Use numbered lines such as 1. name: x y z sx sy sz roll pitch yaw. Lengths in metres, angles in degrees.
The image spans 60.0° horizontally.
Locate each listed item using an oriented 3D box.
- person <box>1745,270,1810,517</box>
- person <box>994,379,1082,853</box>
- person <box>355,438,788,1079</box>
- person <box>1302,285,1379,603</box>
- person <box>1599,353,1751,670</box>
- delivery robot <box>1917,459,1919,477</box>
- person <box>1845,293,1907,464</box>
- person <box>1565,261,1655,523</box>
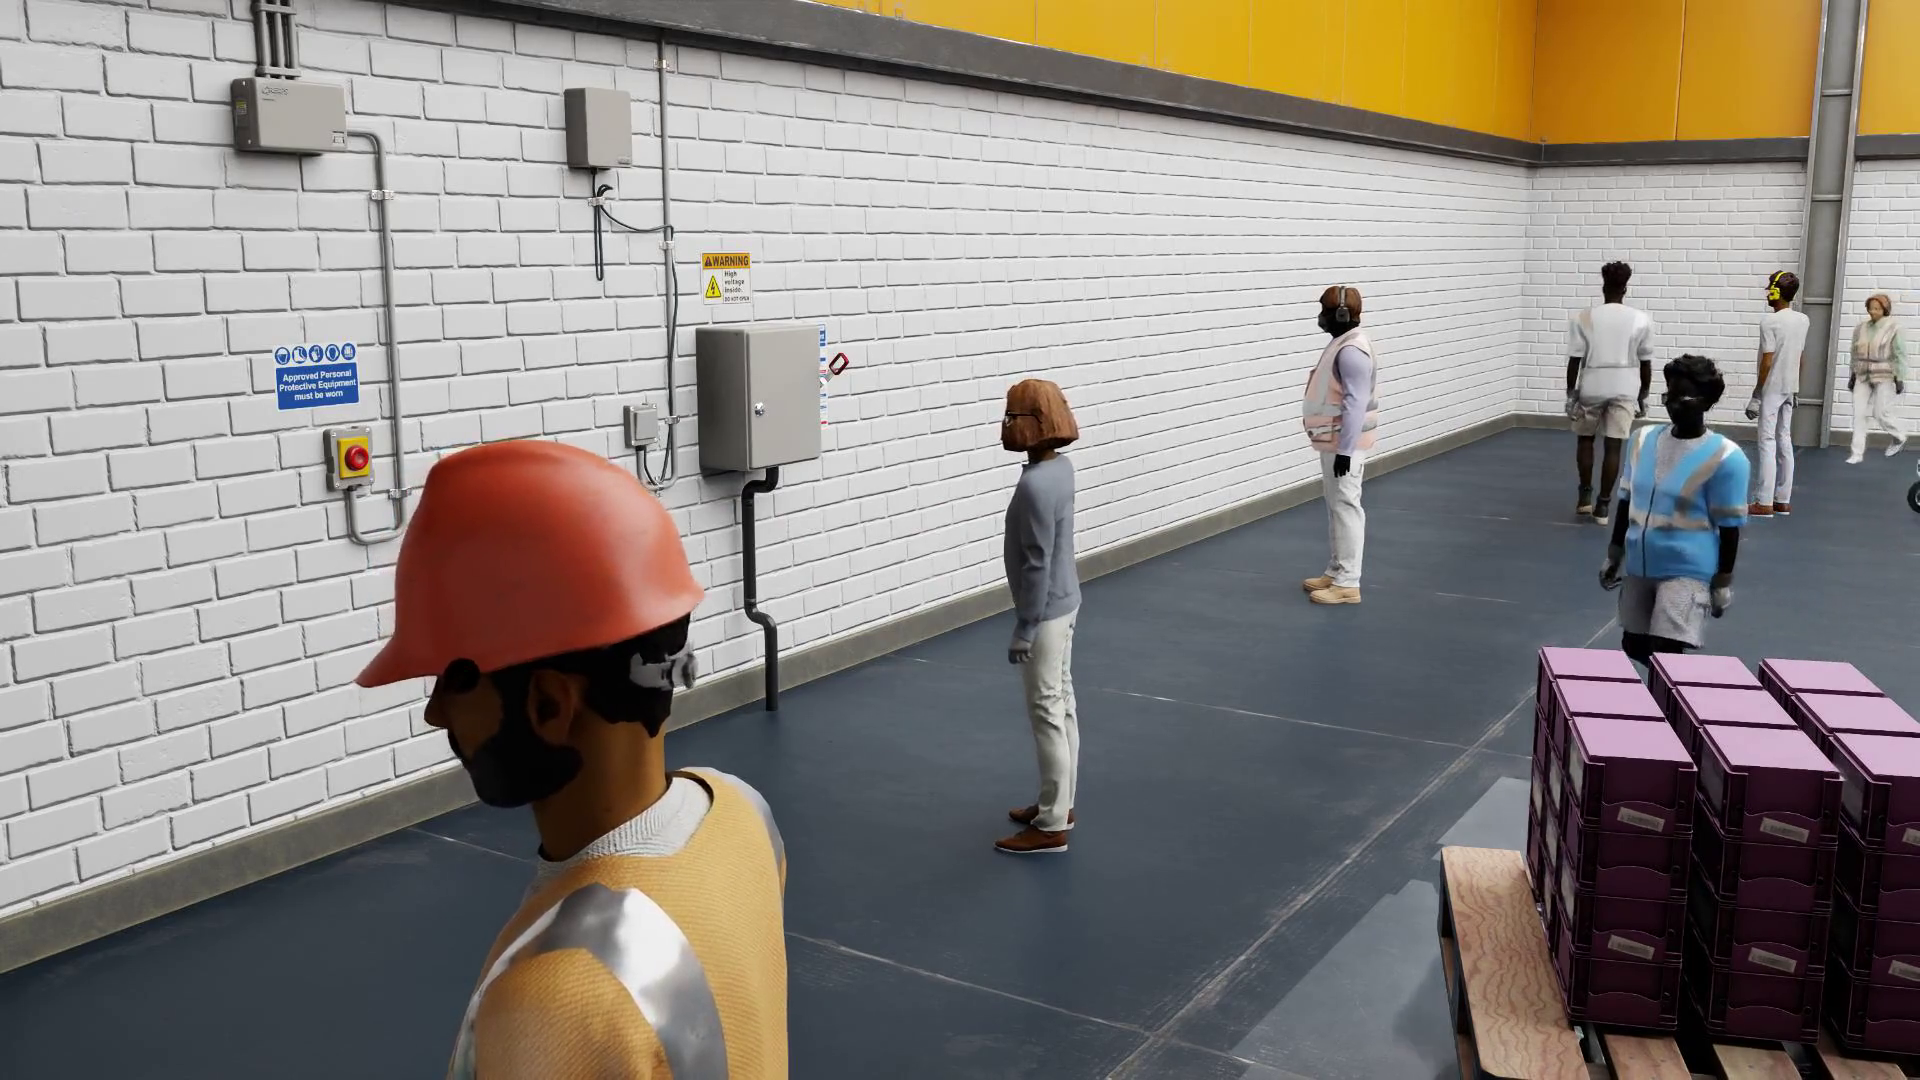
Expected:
1. person: 6.203 -1.108 12.680 0.507 1.872 0.329 -6 12 -29
2. person: 0.273 0.263 5.736 0.277 1.633 0.500 3 11 14
3. person: -0.338 0.864 1.583 0.364 1.933 0.543 1 10 3
4. person: 2.205 -0.554 9.691 0.430 1.843 0.626 1 10 8
5. person: 2.803 0.105 6.474 0.720 1.678 0.543 -5 11 -24
6. delivery robot: 7.714 -0.494 12.663 0.477 0.478 0.707 -10 14 -43
7. person: 8.660 -1.515 15.635 0.552 1.613 0.558 -5 12 -27
8. person: 4.866 -1.114 12.496 0.618 1.939 0.664 3 11 18
